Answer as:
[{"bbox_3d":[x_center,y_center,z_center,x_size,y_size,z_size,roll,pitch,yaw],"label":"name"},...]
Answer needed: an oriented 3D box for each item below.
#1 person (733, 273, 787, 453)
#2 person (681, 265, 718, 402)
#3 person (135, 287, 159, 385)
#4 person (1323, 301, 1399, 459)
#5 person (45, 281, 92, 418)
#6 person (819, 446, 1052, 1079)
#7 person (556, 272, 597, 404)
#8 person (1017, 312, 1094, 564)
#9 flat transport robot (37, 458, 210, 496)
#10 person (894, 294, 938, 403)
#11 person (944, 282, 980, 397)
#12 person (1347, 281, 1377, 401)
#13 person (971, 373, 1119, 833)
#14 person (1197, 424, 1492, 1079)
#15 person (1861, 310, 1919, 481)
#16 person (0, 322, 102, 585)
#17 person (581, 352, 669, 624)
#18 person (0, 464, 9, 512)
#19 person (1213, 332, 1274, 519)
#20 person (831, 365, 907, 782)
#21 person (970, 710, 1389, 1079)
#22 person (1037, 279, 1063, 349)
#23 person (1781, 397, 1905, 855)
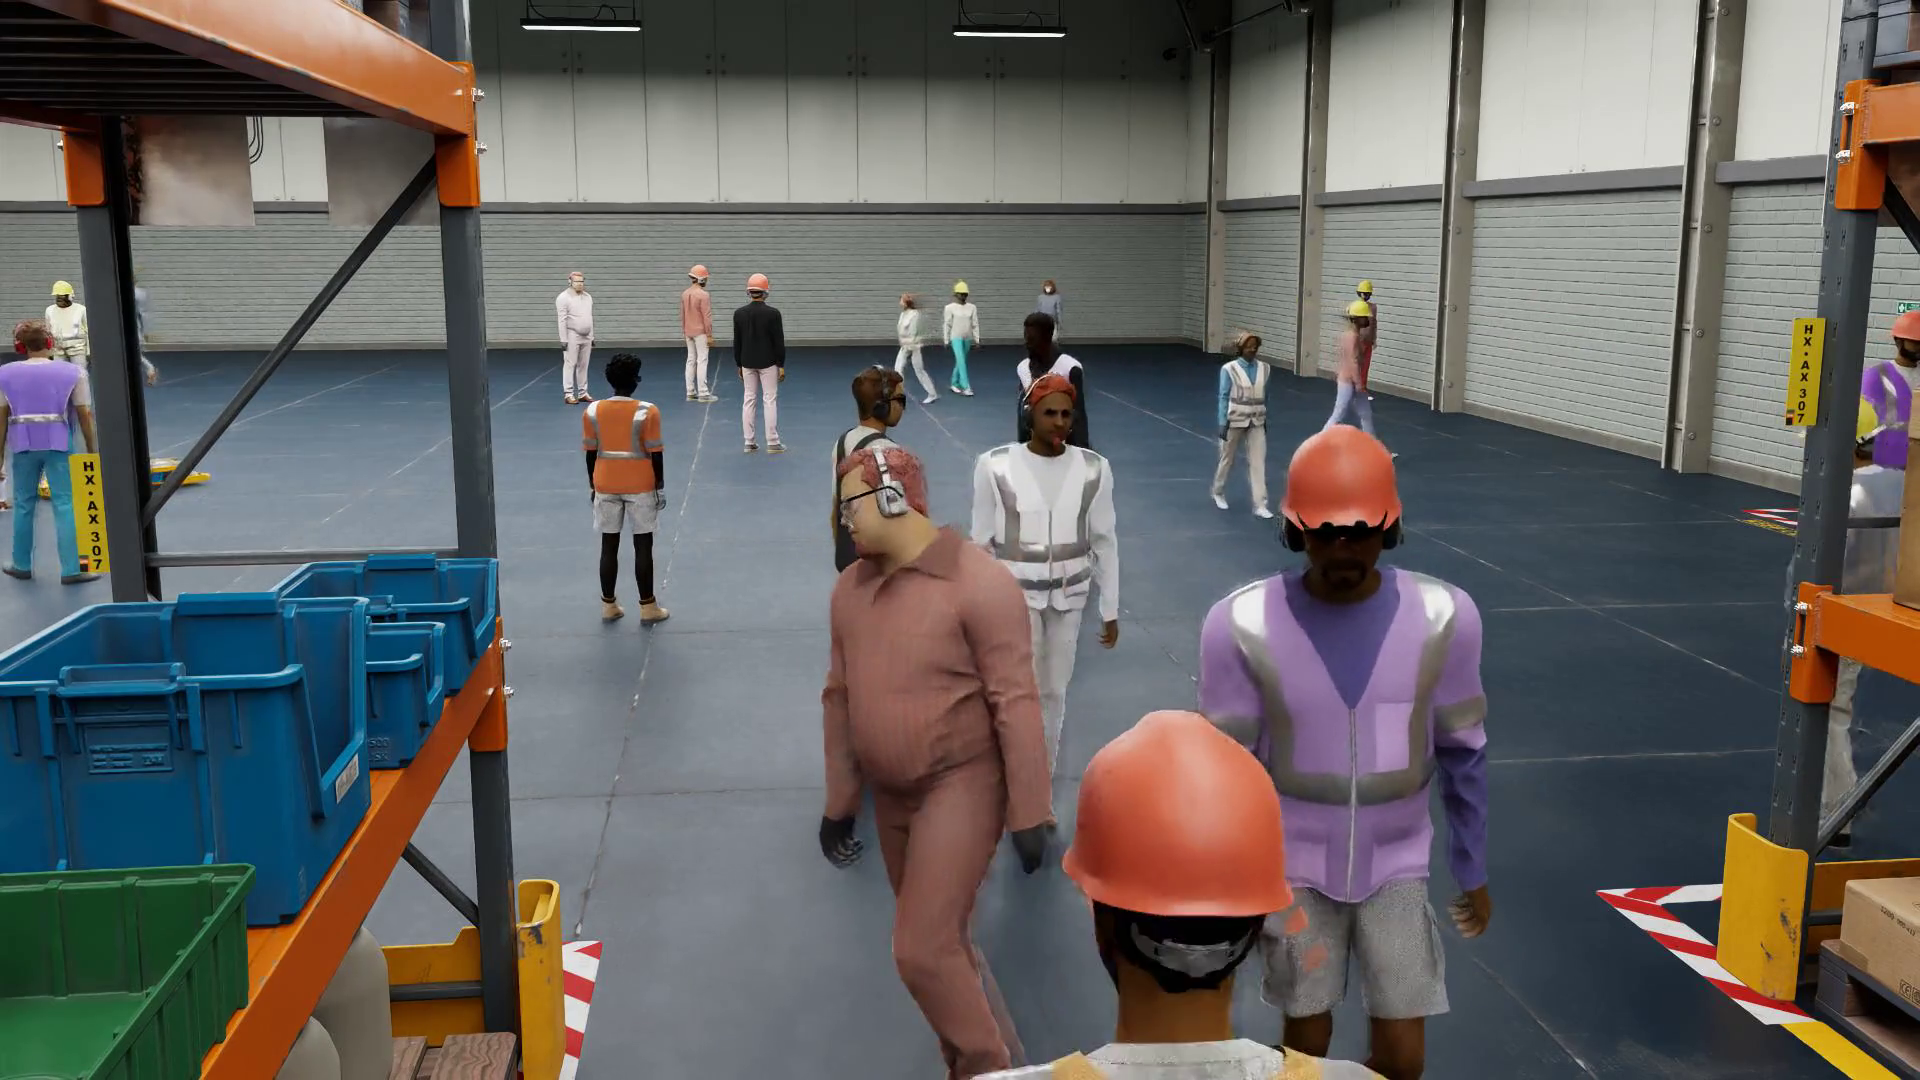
[{"bbox_3d":[-2.223,-1.960,18.535,0.612,1.997,0.375,4,11,19],"label":"person"},{"bbox_3d":[-3.816,-3.017,24.336,0.397,1.992,0.622,-10,14,-44],"label":"person"},{"bbox_3d":[-13.031,-3.323,26.251,0.631,1.916,0.867,4,11,21],"label":"person"},{"bbox_3d":[4.262,-1.703,17.904,0.887,1.718,0.537,4,11,23],"label":"person"},{"bbox_3d":[-11.738,-2.492,21.911,0.600,1.827,0.403,-1,10,-4],"label":"person"},{"bbox_3d":[-0.082,0.692,4.398,0.458,1.867,0.733,-8,13,-37],"label":"person"},{"bbox_3d":[-5.513,-2.920,24.058,0.399,1.905,0.643,7,12,33],"label":"person"},{"bbox_3d":[0.638,-0.630,11.521,0.441,1.895,0.611,-8,13,-36],"label":"person"},{"bbox_3d":[-7.988,-0.602,15.827,0.652,0.197,1.431,7,12,32],"label":"flat transport robot"},{"bbox_3d":[-0.717,-2.744,23.946,0.880,1.595,0.533,-6,12,-28],"label":"person"},{"bbox_3d":[0.029,-3.071,25.391,0.535,1.720,0.893,-5,12,-28],"label":"person"},{"bbox_3d":[5.926,-2.928,24.506,0.521,1.762,0.333,-5,12,-26],"label":"person"},{"bbox_3d":[0.349,0.272,6.656,0.622,1.863,0.608,-2,11,-13],"label":"person"},{"bbox_3d":[0.860,0.737,3.705,0.682,2.014,0.502,1,10,3],"label":"person"},{"bbox_3d":[6.105,-0.521,10.819,0.551,1.932,0.378,-2,11,-11],"label":"person"},{"bbox_3d":[-6.406,-0.600,11.606,0.669,1.812,0.608,-5,12,-26],"label":"person"},{"bbox_3d":[-2.078,-0.319,10.364,0.540,1.695,0.317,3,11,14],"label":"person"},{"bbox_3d":[-8.512,-1.117,14.420,0.348,1.824,0.649,1,10,8],"label":"person"},{"bbox_3d":[2.449,-1.018,14.471,0.532,1.596,0.861,-4,11,-19],"label":"person"},{"bbox_3d":[-0.381,0.148,7.400,0.325,1.843,0.515,-7,12,-34],"label":"person"},{"bbox_3d":[0.228,1.148,1.747,0.552,1.913,0.804,-2,11,-10],"label":"person"},{"bbox_3d":[1.703,-4.119,31.441,0.504,1.612,0.704,3,11,14],"label":"person"},{"bbox_3d":[3.411,0.329,6.491,0.615,1.809,0.437,-8,13,-39],"label":"person"}]
